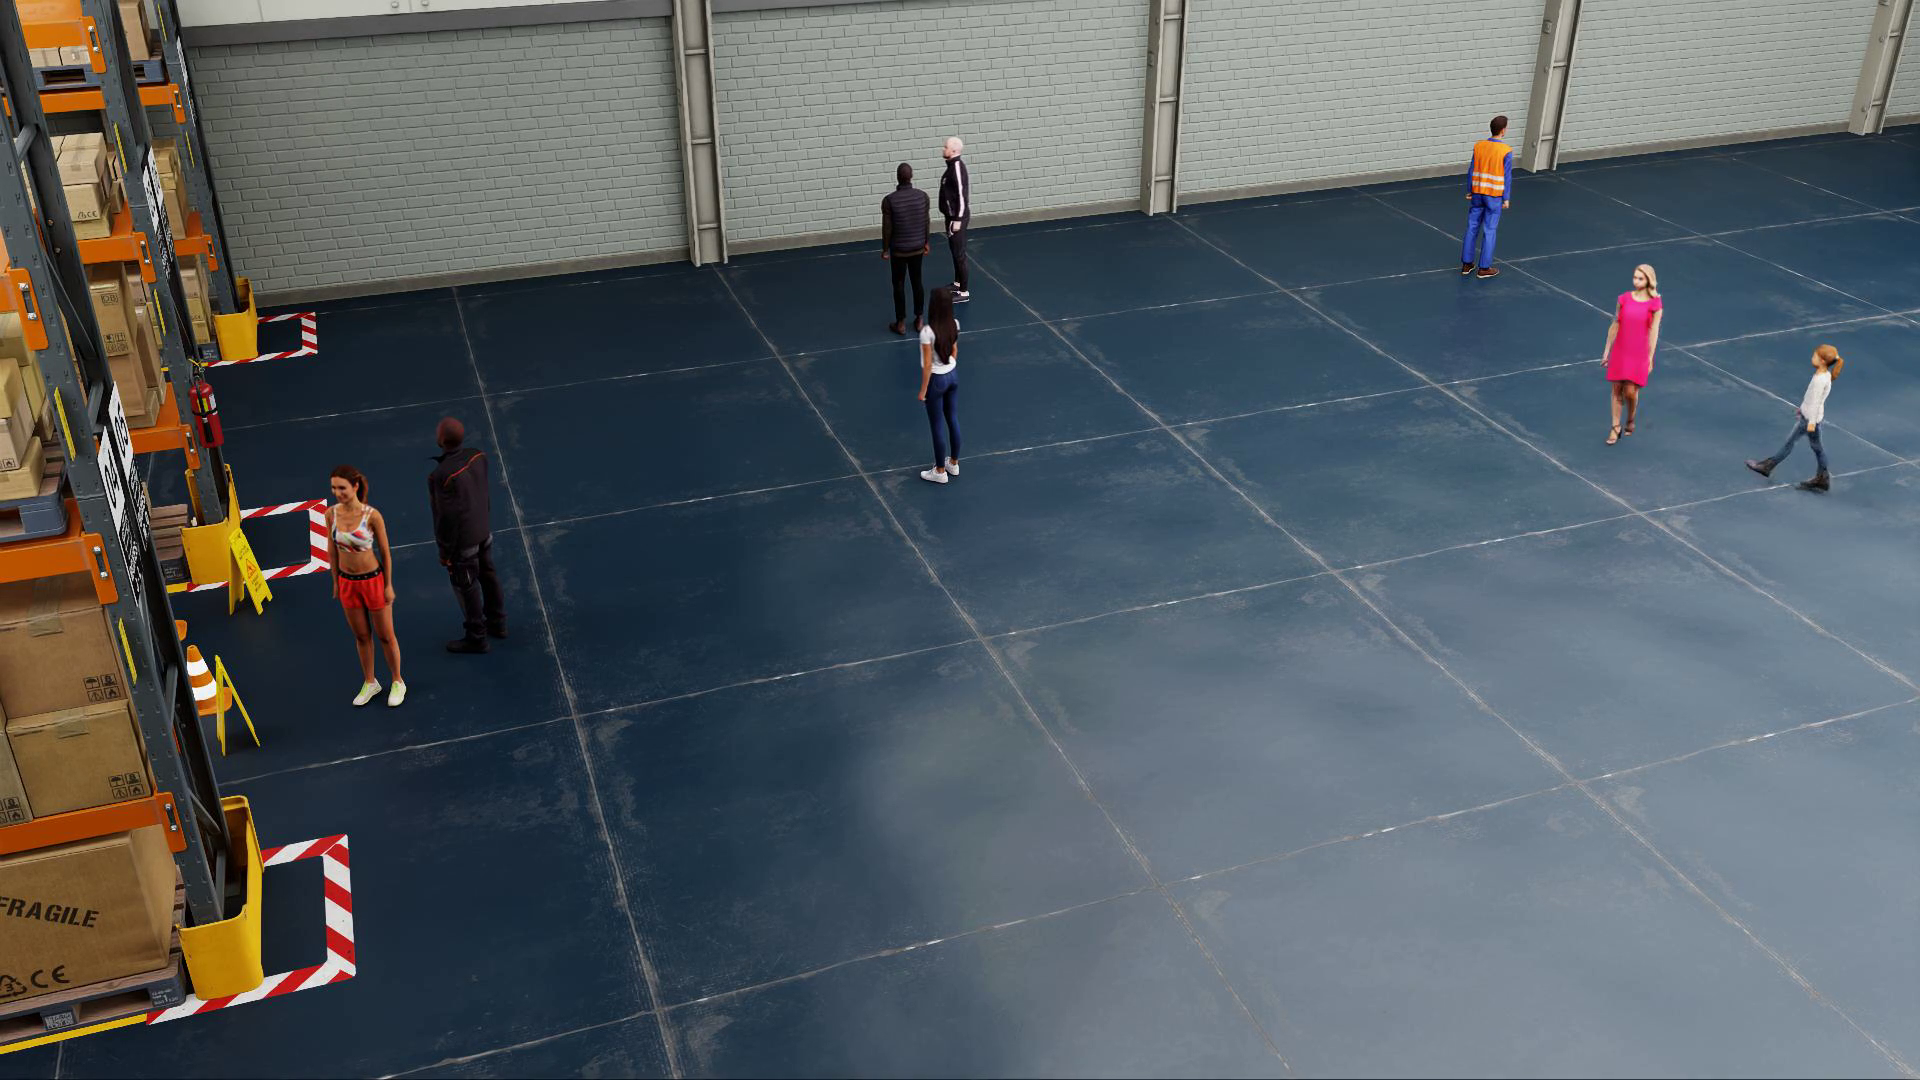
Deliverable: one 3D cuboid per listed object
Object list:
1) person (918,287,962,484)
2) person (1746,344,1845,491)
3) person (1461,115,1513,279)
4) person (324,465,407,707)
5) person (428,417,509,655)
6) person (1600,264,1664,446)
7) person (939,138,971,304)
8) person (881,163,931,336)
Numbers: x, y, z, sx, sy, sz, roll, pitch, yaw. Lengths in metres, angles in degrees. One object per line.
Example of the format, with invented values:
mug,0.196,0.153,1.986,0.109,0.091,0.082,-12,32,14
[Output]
person,-0.154,-1.349,14.405,0.728,1.774,0.611,23,36,36
person,7.409,-1.028,14.323,0.884,1.284,0.900,17,32,29
person,6.113,-3.988,19.264,0.728,1.864,0.767,-25,37,-38
person,-4.038,0.303,11.285,0.628,1.791,0.727,2,28,5
person,-3.525,-0.046,11.905,0.839,1.825,0.793,11,30,19
person,6.141,-1.704,15.129,0.745,1.720,0.799,24,36,37
person,-0.034,-3.572,18.515,0.662,1.836,0.726,-3,28,-5
person,-0.568,-3.092,17.613,0.503,1.836,0.750,-11,30,-19
